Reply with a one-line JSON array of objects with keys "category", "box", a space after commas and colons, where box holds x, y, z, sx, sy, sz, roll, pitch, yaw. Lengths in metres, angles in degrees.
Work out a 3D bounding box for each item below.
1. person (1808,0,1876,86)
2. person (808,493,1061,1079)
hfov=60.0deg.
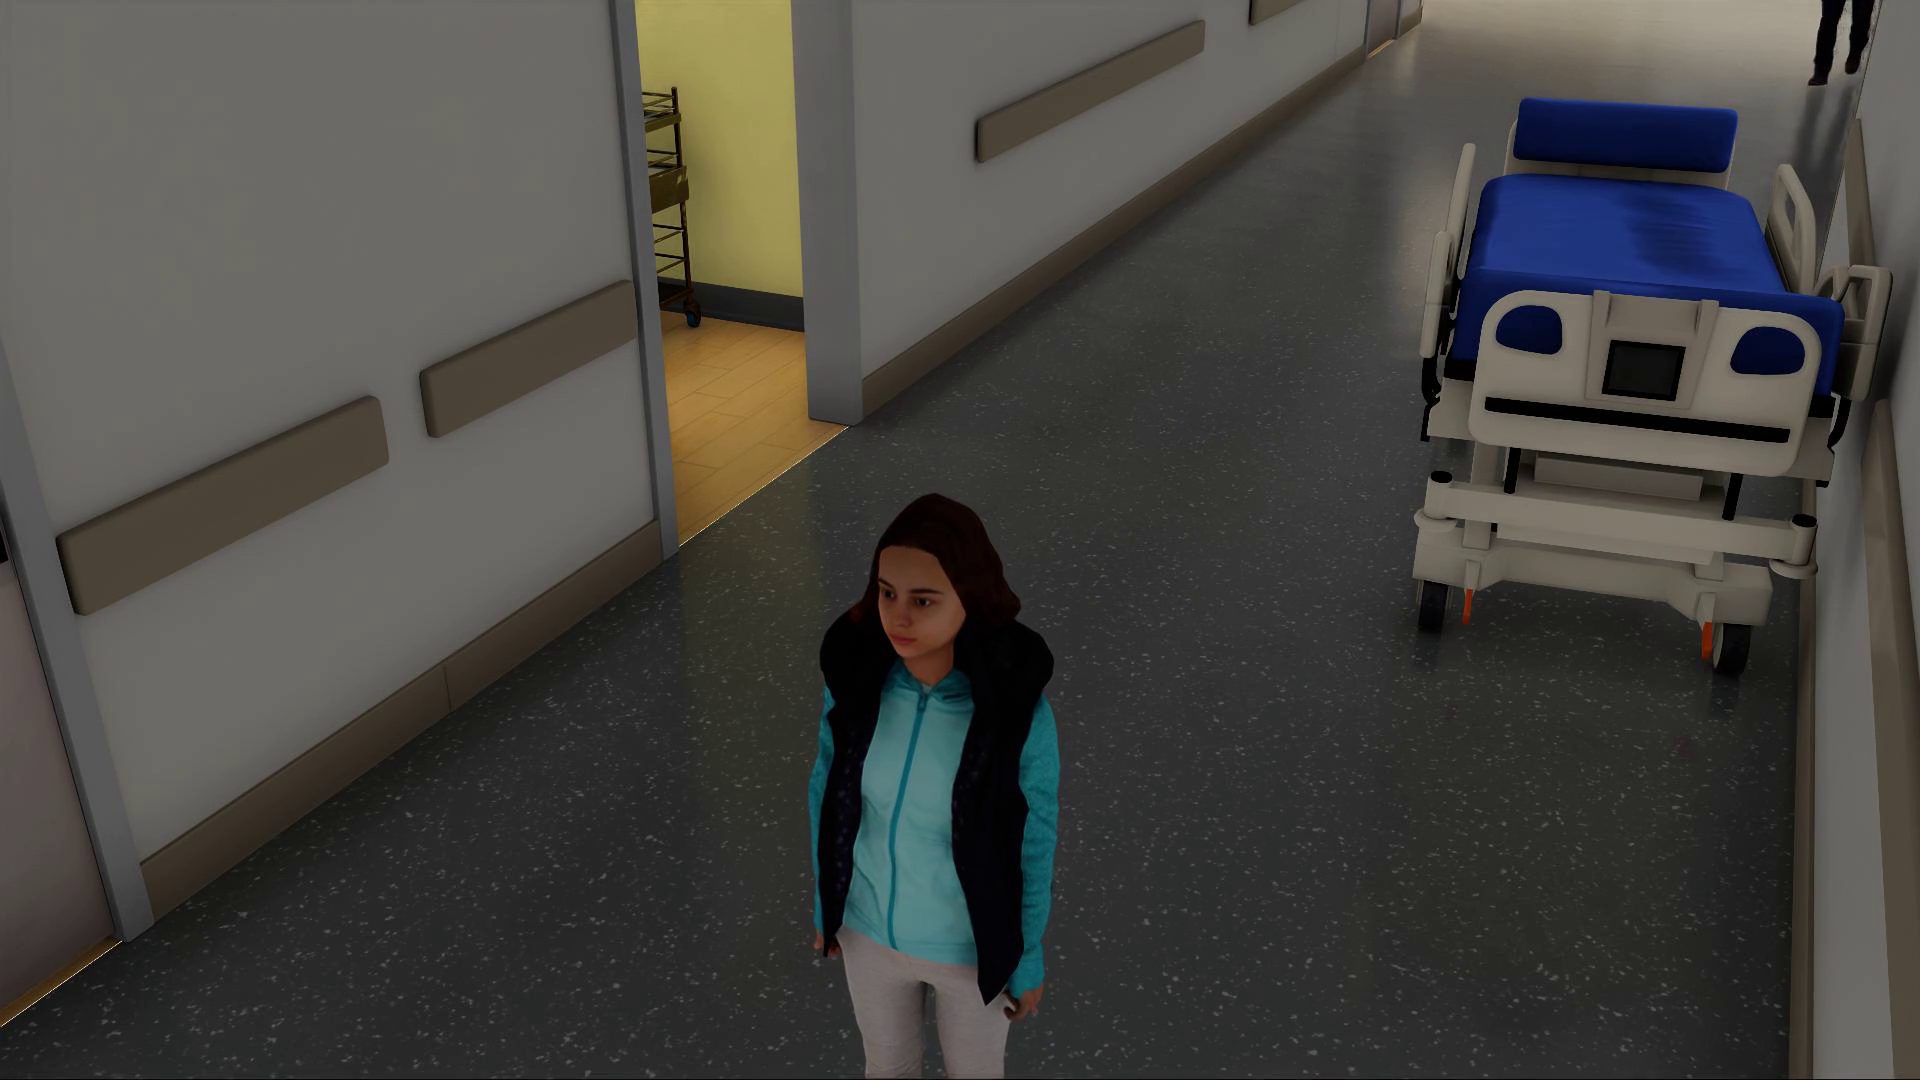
[{"category": "person", "box": [6.980, -4.468, 12.898, 1.030, 1.826, 0.937, 19, 32, 34]}, {"category": "person", "box": [-0.043, 0.610, 2.742, 0.528, 1.500, 0.642, 9, 27, 19]}]
